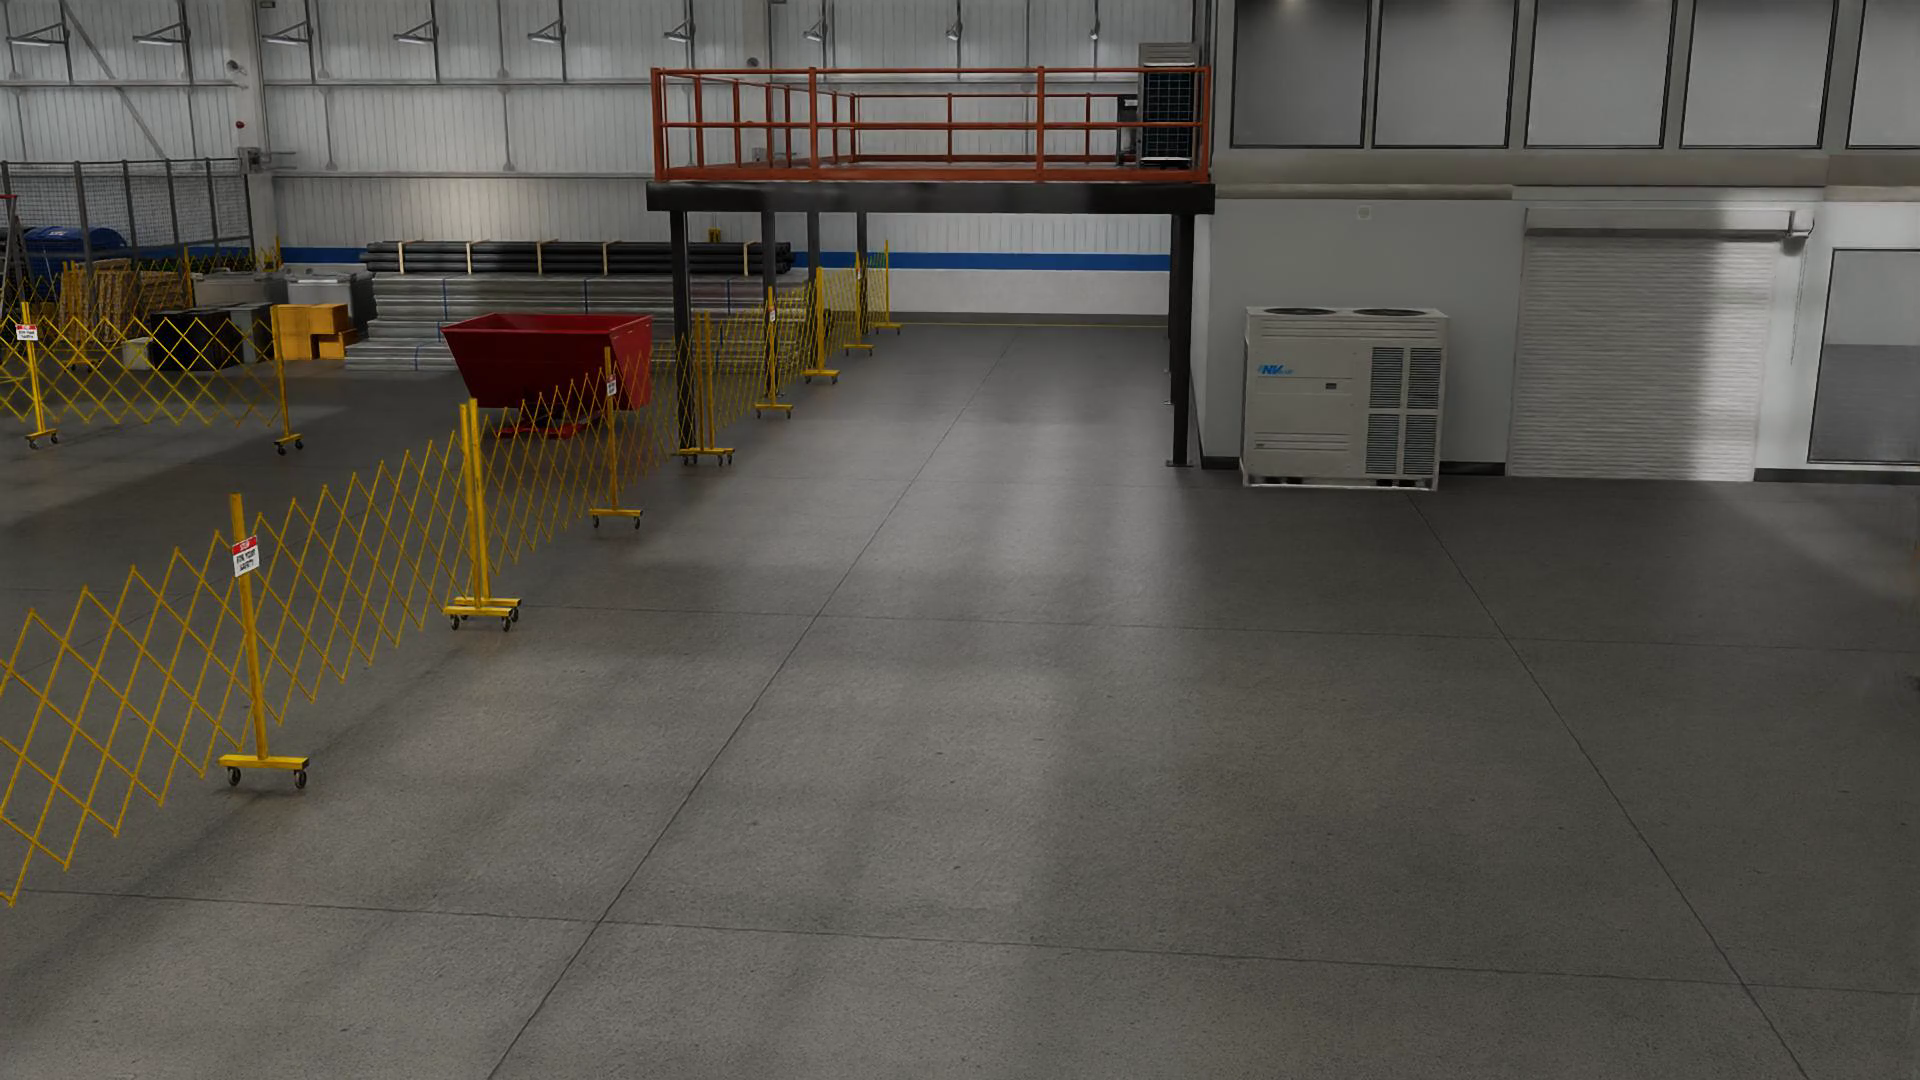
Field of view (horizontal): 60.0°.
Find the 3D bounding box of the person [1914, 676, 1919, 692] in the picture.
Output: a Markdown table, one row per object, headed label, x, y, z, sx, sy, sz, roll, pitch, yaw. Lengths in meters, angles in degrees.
| label | x | y | z | sx | sy | sz | roll | pitch | yaw |
| --- | --- | --- | --- | --- | --- | --- | --- | --- | --- |
| person | 5.972 | 0.325 | 9.654 | 0.513 | 1.829 | 0.606 | -11 | 17 | -37 |
